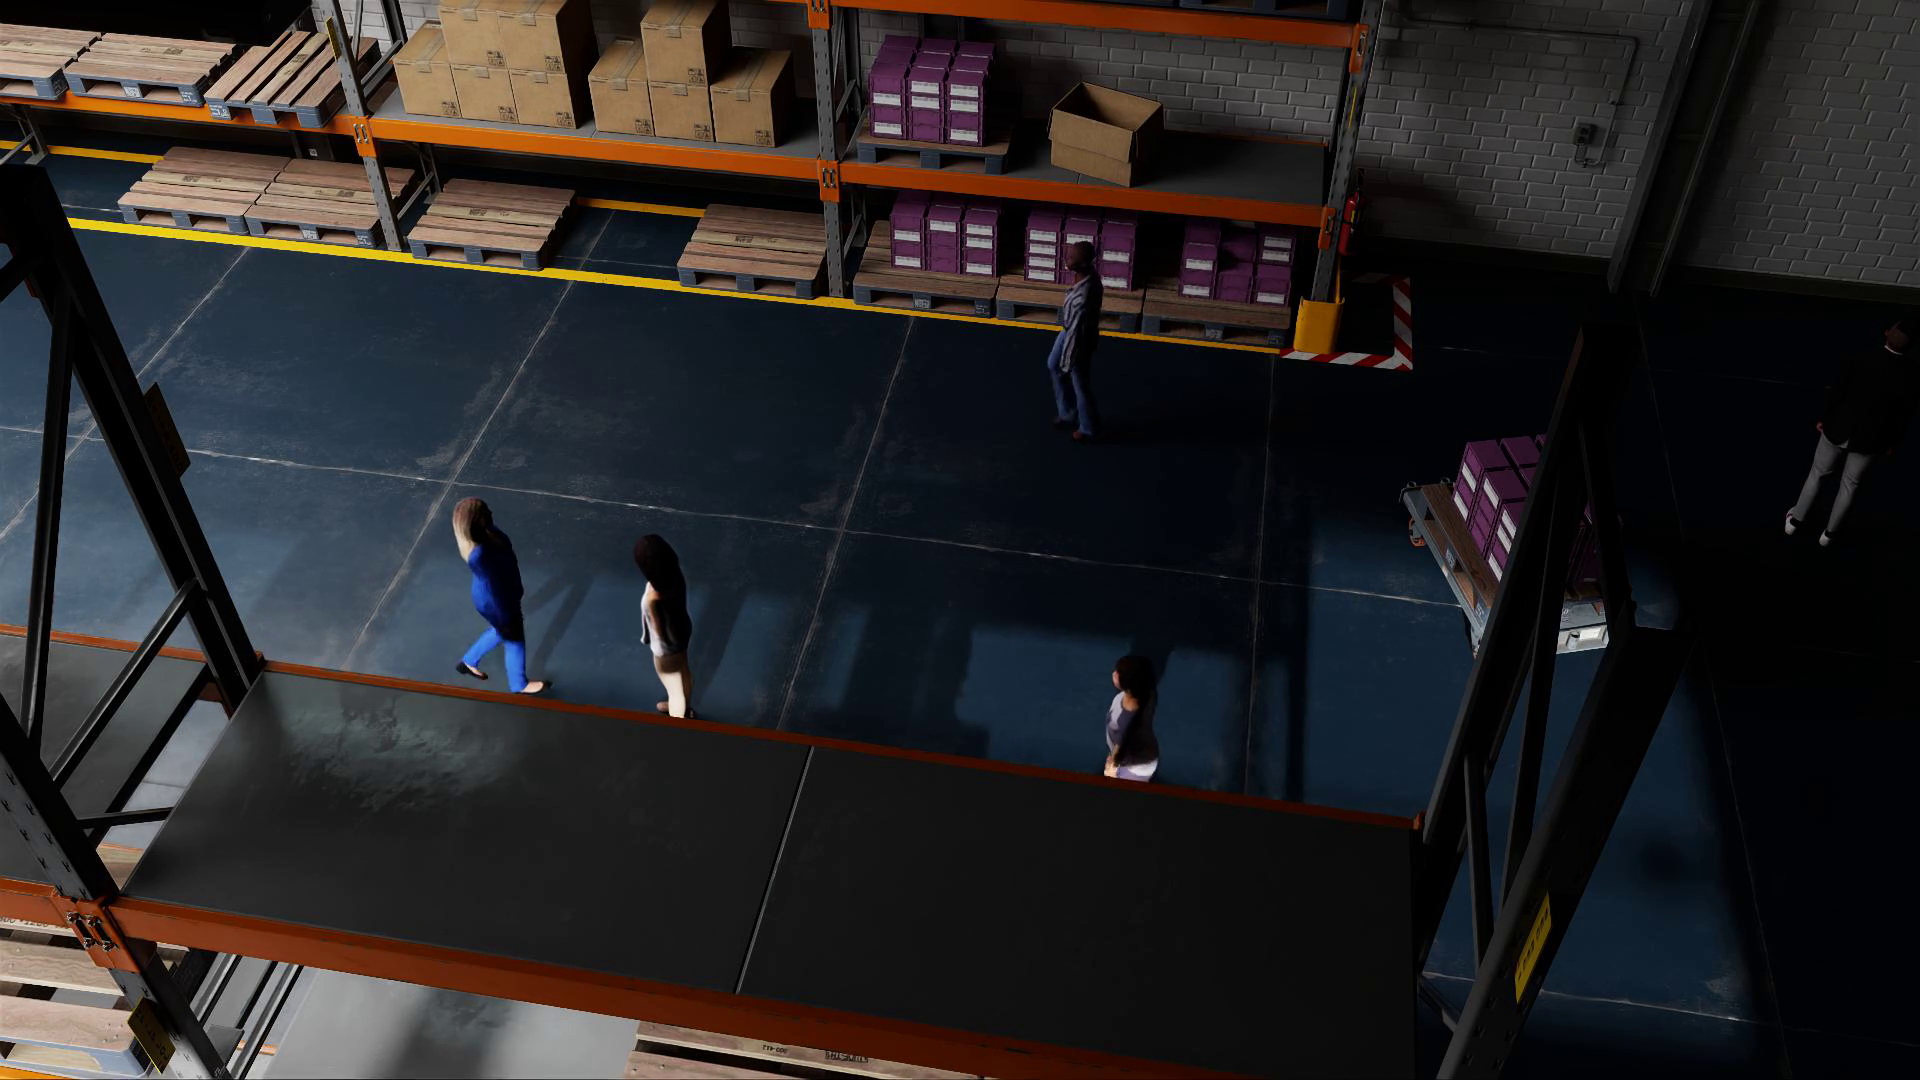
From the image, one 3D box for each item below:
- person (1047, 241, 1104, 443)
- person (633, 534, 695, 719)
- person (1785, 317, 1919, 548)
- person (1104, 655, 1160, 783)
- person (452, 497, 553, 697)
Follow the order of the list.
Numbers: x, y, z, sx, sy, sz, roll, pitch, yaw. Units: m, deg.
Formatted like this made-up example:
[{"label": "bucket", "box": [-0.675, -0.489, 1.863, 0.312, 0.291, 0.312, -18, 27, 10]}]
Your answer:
[{"label": "person", "box": [0.967, -1.429, 12.213, 0.708, 1.779, 0.694, 2, 44, 2]}, {"label": "person", "box": [-1.763, 0.595, 10.180, 0.544, 1.652, 0.602, 7, 44, 7]}, {"label": "person", "box": [6.163, -0.767, 11.394, 0.701, 1.950, 0.850, 26, 49, 24]}, {"label": "person", "box": [1.053, 1.242, 9.570, 0.611, 1.557, 0.581, 14, 45, 14]}, {"label": "person", "box": [-2.976, 0.406, 10.352, 0.919, 1.688, 0.820, -13, 45, -13]}]
